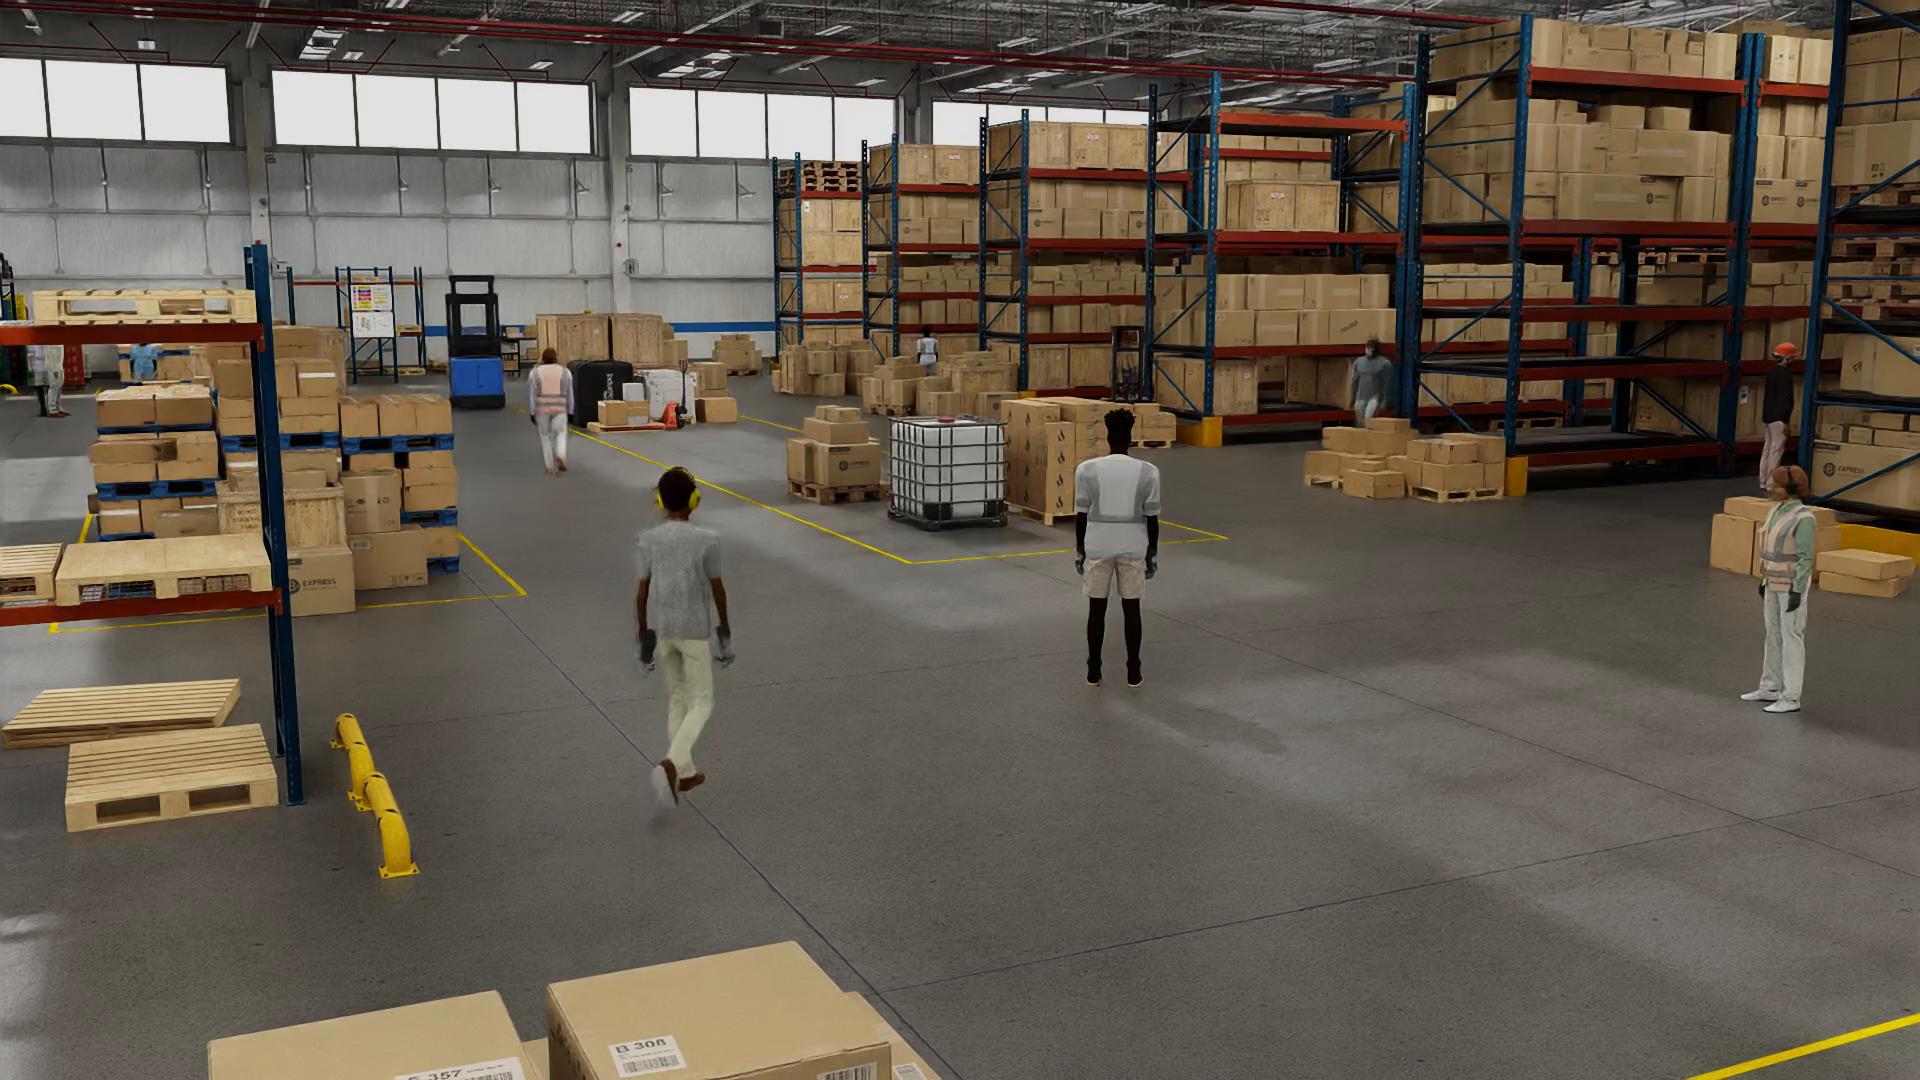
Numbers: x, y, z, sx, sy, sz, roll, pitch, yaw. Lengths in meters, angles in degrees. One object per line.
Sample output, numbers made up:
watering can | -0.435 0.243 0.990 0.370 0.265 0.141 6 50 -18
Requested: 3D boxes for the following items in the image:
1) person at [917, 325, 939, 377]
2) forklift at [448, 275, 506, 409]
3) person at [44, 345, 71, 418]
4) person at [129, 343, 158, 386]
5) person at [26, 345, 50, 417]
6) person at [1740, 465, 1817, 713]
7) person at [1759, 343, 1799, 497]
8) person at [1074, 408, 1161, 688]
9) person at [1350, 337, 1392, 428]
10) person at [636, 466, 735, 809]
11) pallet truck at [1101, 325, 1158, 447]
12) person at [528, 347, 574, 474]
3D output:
person | -0.734 -4.002 37.576 0.540 1.695 0.317 -5 10 -26
forklift | -10.364 -4.253 35.472 1.129 2.768 1.873 -3 10 -18
person | -18.006 -3.397 33.135 0.373 1.931 0.623 -2 9 -14
person | -17.023 -3.533 34.688 0.549 1.680 0.502 -3 10 -16
person | -18.303 -3.386 33.231 0.588 1.901 0.369 -5 10 -27
person | 5.429 0.317 10.960 0.311 1.639 0.513 0 9 1
person | 10.578 -1.550 21.489 0.399 1.990 0.617 1 9 6
person | 1.090 0.063 11.573 0.599 1.959 0.377 1 9 3
person | 6.290 -2.139 25.350 0.638 1.917 0.744 9 13 43
person | -1.521 0.532 8.997 0.528 1.847 0.711 3 10 16
pallet truck | 2.881 -2.596 27.923 0.823 1.965 1.885 -1 9 -7
person | -5.862 -1.849 23.829 0.627 1.830 0.432 -3 10 -17
